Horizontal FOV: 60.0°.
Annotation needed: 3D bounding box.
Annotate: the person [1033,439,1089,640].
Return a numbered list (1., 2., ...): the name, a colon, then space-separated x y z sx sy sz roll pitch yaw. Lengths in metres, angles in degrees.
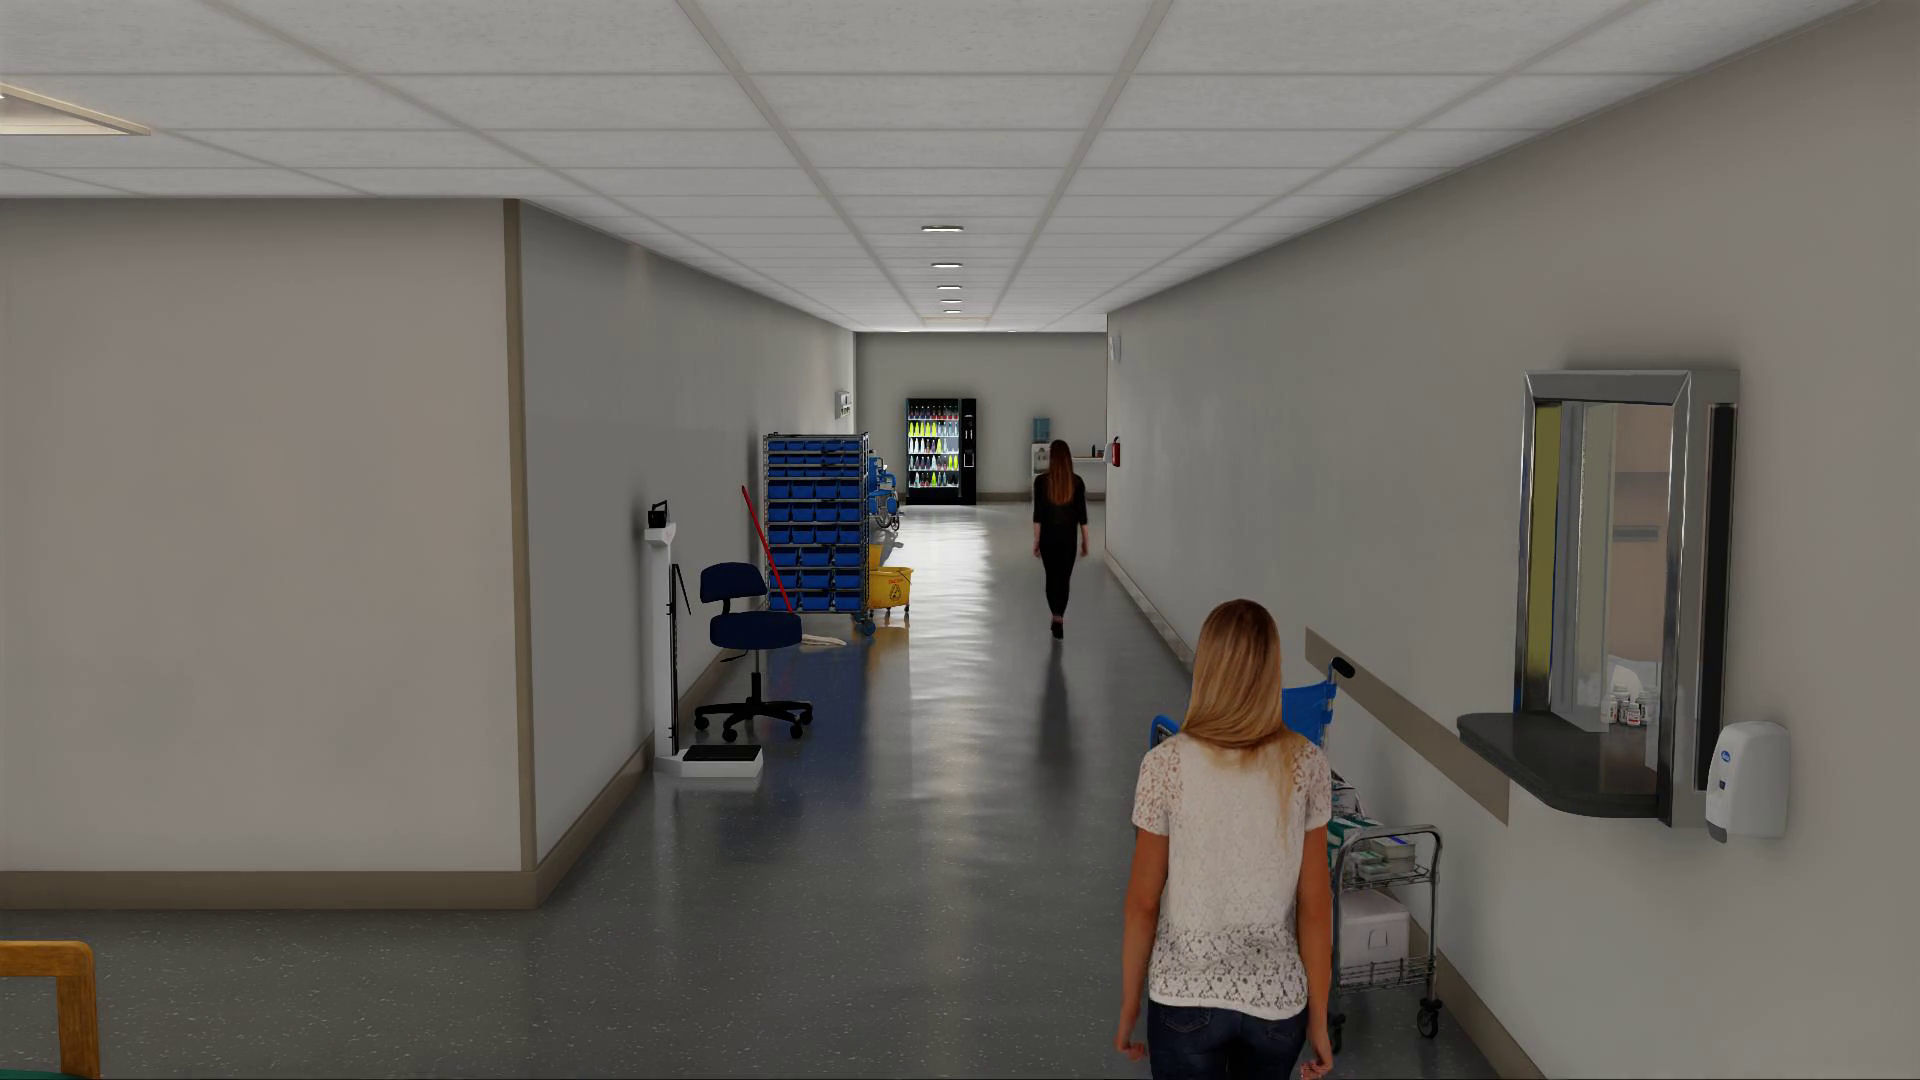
1. person: 0.839 0.021 14.130 1.122 1.679 0.784 1 6 8

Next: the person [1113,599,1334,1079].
1. person: 0.579 1.043 3.481 1.076 1.777 0.717 0 6 -5
